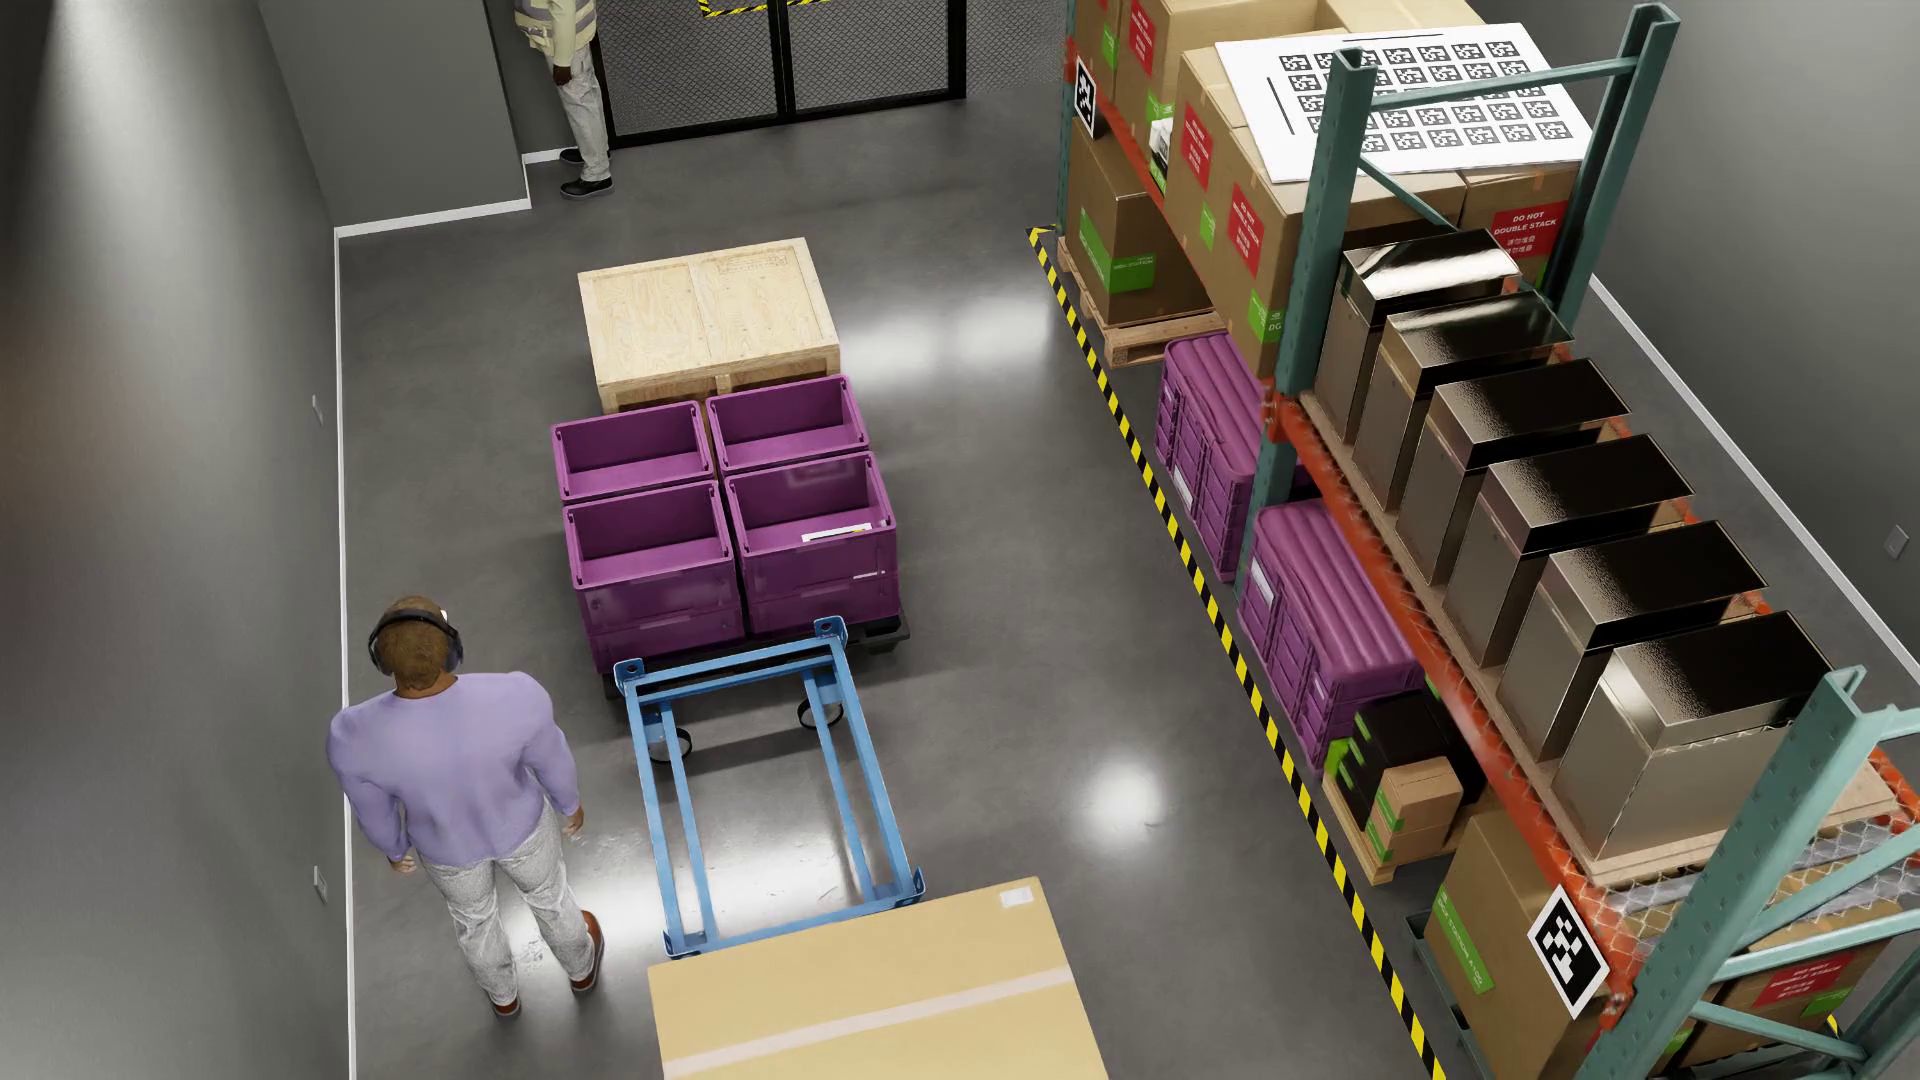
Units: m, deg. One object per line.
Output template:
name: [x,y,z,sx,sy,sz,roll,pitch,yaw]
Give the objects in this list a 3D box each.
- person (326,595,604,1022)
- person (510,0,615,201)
person: [-1.466,0.866,5.091,0.635,1.937,0.353,-13,49,-12]
person: [-2.005,-2.562,8.310,0.404,1.830,0.602,-6,48,-5]
